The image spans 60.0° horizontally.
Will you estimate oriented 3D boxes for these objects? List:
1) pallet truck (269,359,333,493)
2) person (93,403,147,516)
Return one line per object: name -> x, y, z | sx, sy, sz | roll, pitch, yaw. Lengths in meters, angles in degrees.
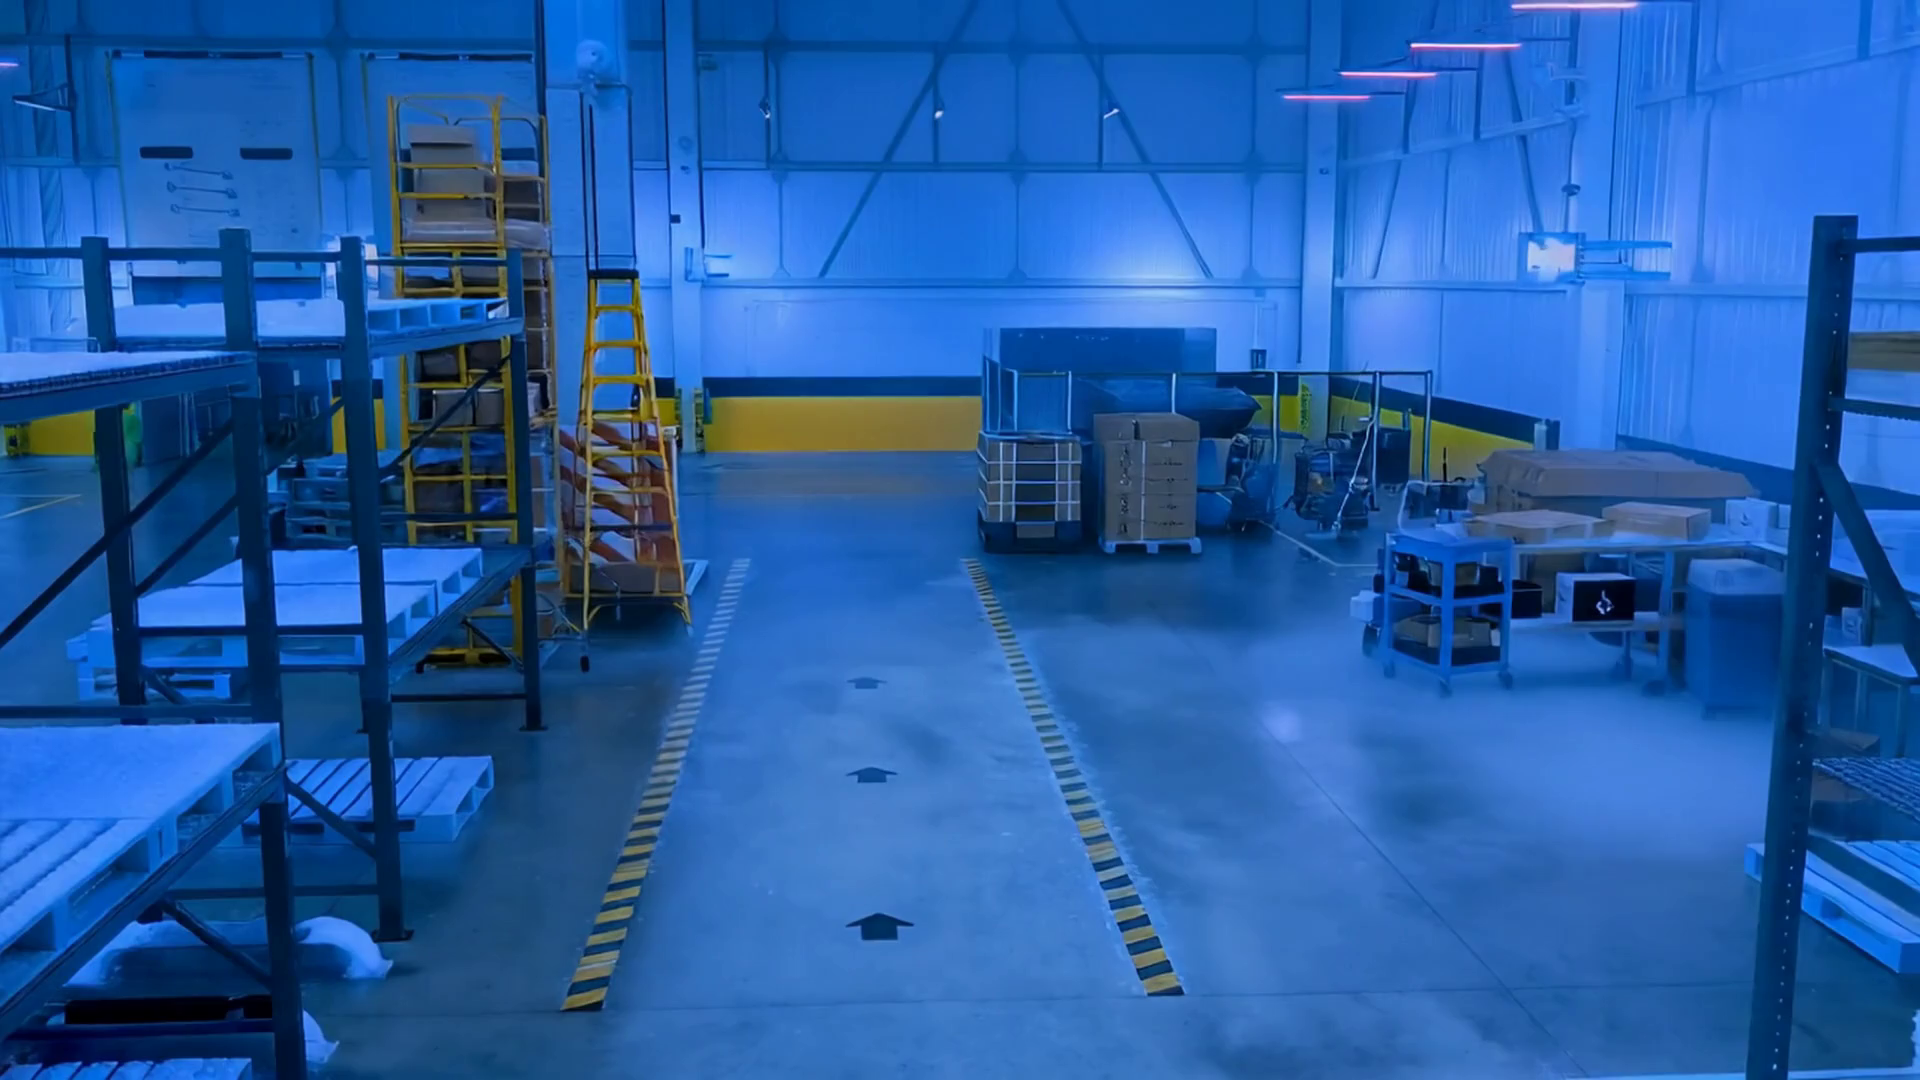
pallet truck -> -7.062, -1.131, 18.996 | 1.885, 1.965, 0.823 | 2, 9, 13
person -> -9.330, -0.868, 18.427 | 0.568, 1.646, 0.602 | 1, 9, 9
